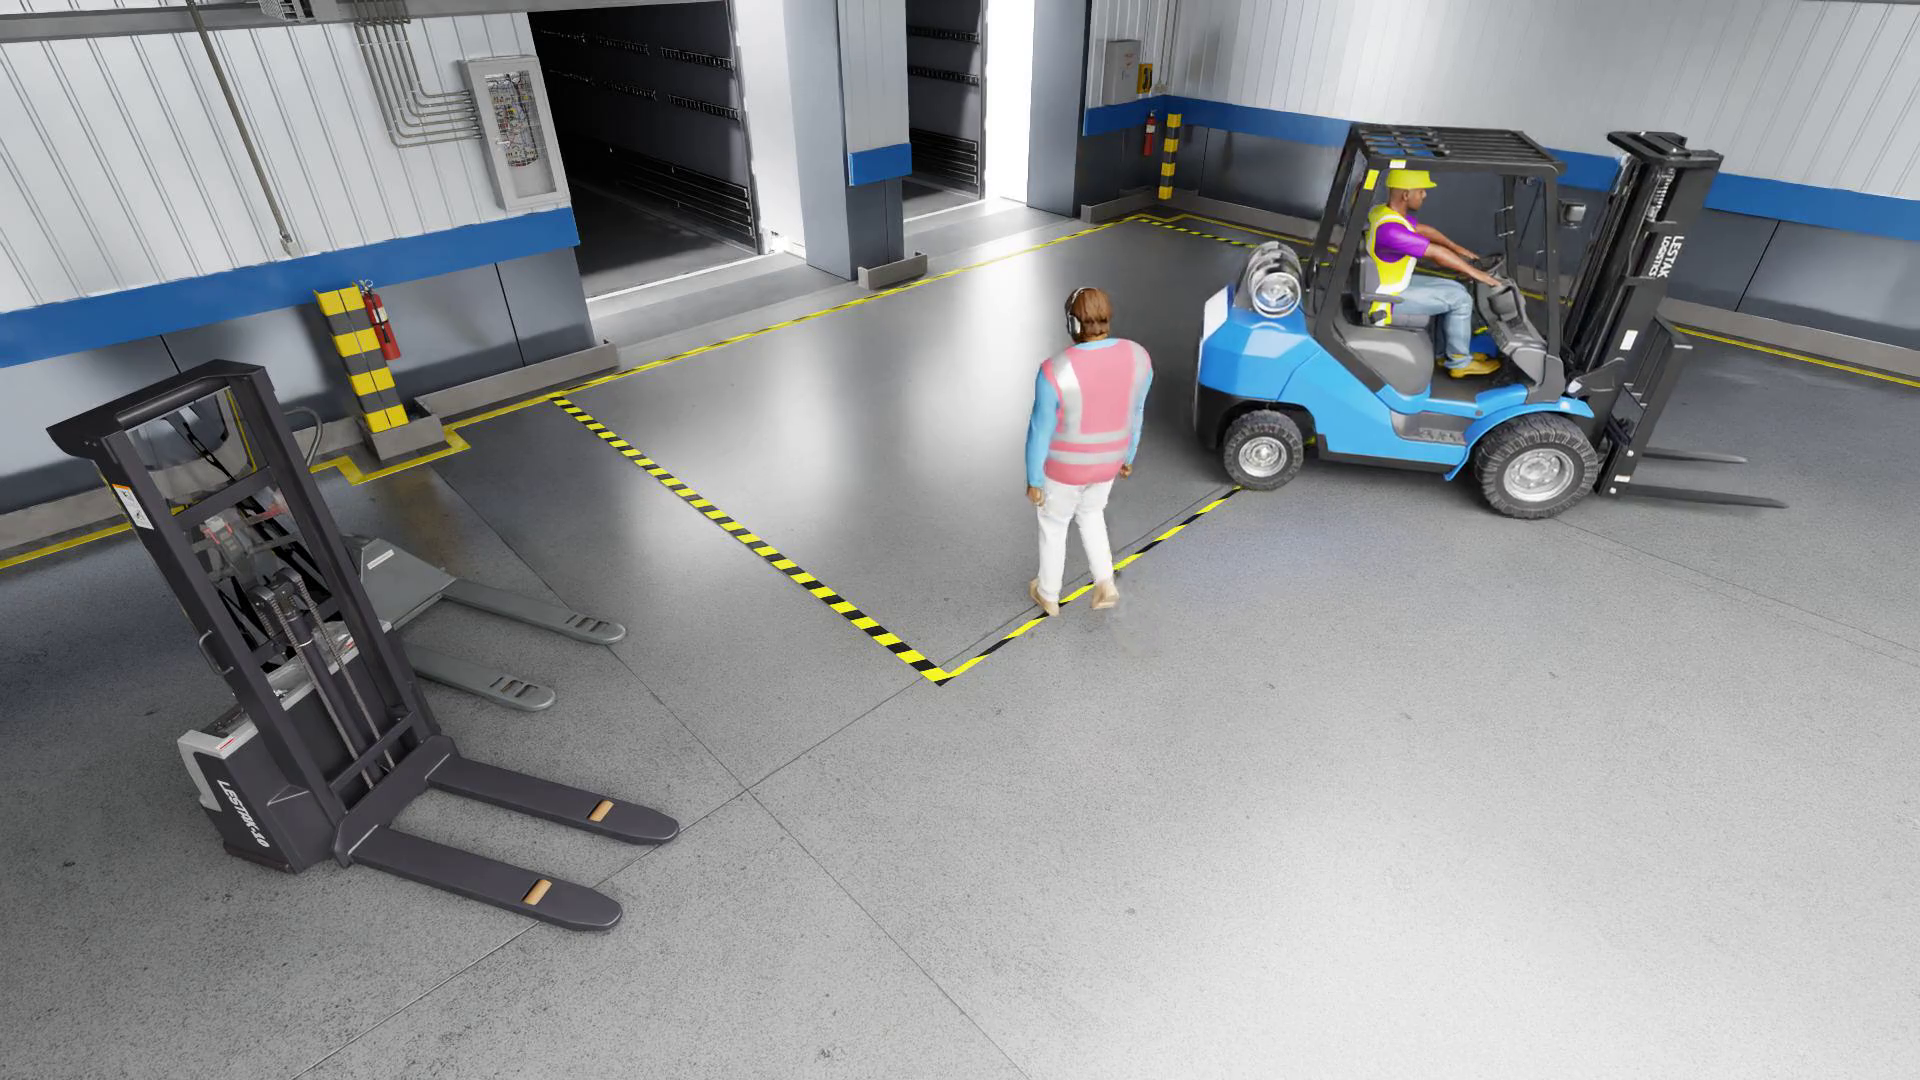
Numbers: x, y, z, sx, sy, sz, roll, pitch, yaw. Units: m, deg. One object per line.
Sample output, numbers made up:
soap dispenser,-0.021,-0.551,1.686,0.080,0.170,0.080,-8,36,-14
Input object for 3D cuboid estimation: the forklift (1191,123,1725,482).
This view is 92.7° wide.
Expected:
forklift,2.989,-1.543,5.926,2.680,2.036,1.157,8,35,11

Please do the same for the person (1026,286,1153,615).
person,0.647,-0.354,4.664,0.643,1.804,0.585,-12,36,-17

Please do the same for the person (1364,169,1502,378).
person,3.046,-1.685,5.804,1.004,1.293,0.635,8,35,11

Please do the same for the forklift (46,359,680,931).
forklift,-2.135,0.422,3.354,1.885,1.965,0.823,10,35,14

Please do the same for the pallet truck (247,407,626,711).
pallet truck,-2.628,0.038,4.590,1.601,1.201,0.680,12,36,18
